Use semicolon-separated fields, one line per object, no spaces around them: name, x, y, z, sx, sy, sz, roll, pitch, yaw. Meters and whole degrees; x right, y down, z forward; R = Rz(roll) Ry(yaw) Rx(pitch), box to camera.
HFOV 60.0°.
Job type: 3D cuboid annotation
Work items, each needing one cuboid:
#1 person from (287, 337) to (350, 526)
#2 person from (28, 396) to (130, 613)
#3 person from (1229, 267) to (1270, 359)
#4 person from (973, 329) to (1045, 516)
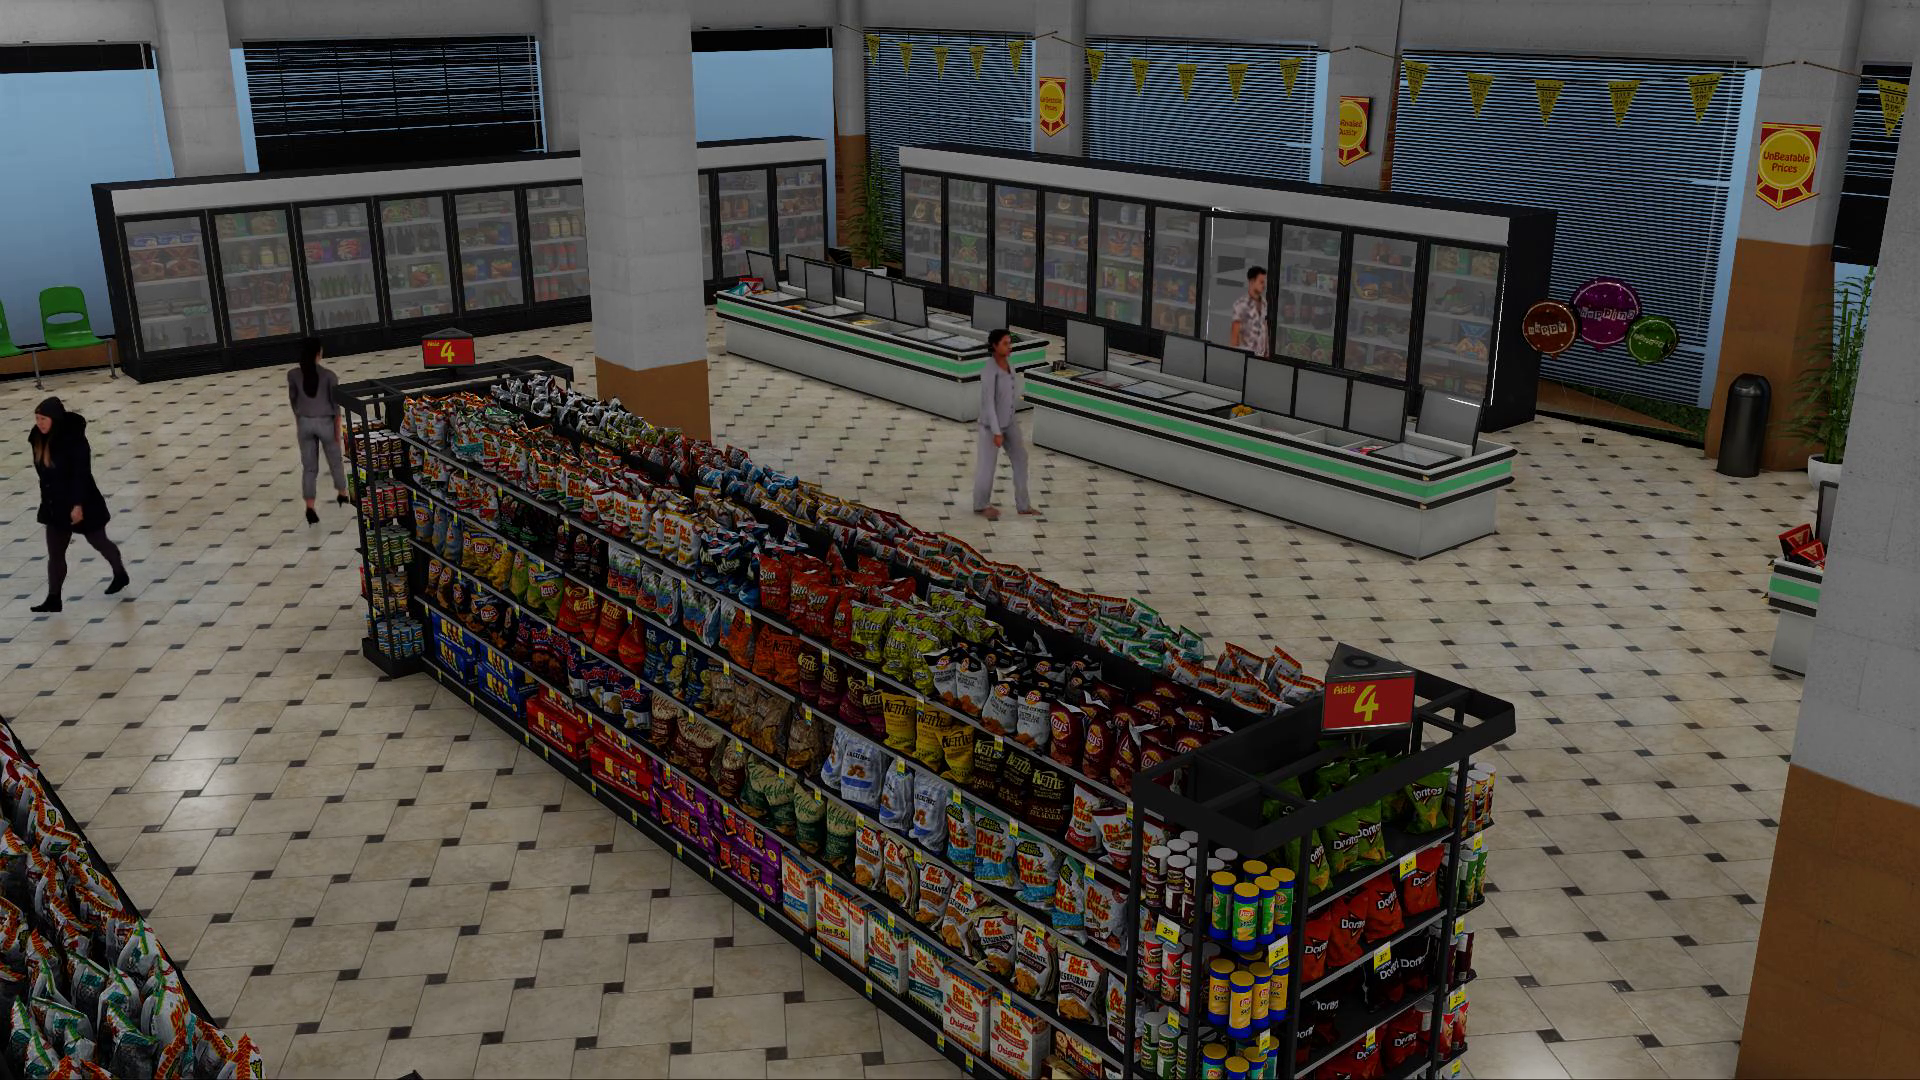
person;-5.699;-0.922;14.661;0.988;1.631;1.178;-2;19;-7
person;-6.732;-0.282;12.763;1.124;1.632;1.085;6;19;16
person;2.963;-1.994;17.620;1.200;1.772;0.788;17;25;41
person;0.267;-1.043;14.899;0.989;1.708;0.800;13;23;34
